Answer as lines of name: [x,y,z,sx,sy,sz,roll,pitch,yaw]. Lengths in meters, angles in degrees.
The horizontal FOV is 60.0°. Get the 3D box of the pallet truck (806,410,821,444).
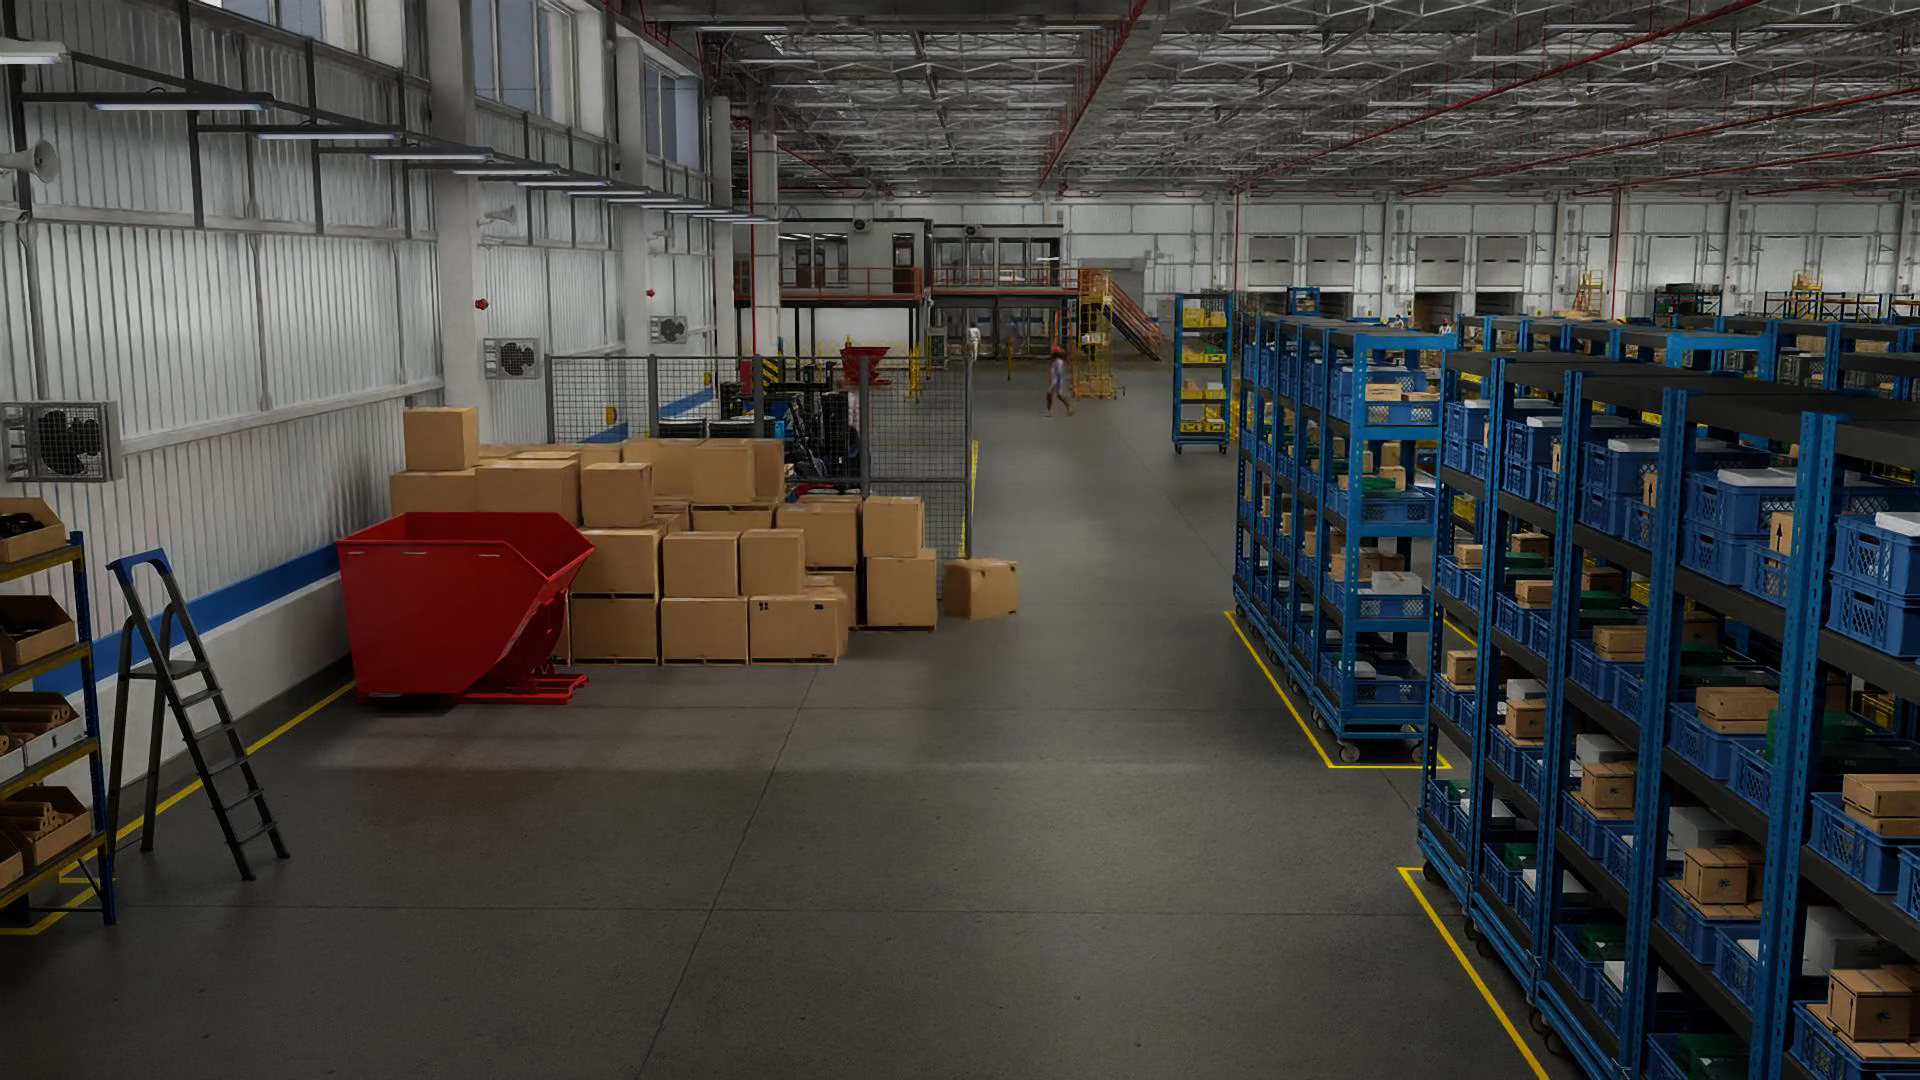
pallet truck: [-3.559,-2.018,33.905,1.522,1.261,0.704,0,9,-1]

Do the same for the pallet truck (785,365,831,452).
pallet truck: [-3.774,-2.976,37.635,1.885,1.965,0.823,1,9,5]

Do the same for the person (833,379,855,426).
person: [-2.524,-2.414,34.595,0.914,1.861,0.669,9,13,44]

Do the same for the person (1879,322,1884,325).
person: [41.567,-8.929,74.977,0.938,1.812,0.511,-4,10,-22]

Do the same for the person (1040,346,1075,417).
person: [2.755,-4.430,46.585,0.957,2.011,0.618,-3,10,-18]

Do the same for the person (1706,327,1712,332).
person: [32.178,-8.371,71.445,0.951,1.833,0.533,-9,13,-43]

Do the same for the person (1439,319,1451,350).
person: [22.058,-9.116,75.727,0.542,1.928,0.377,4,10,25]

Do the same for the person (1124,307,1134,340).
person: [9.961,-12.745,98.052,0.605,1.948,0.384,-4,10,-23]

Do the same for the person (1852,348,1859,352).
person: [27.213,-4.979,50.740,0.559,1.740,0.695,2,9,10]

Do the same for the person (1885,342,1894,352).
person: [32.812,-6.326,58.398,0.614,1.963,0.362,6,11,32]

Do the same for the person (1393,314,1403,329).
person: [21.868,-10.319,83.113,0.372,1.940,0.632,-5,10,-27]

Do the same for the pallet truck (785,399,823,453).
pallet truck: [-3.814,-2.432,36.419,1.630,1.274,0.653,0,9,1]

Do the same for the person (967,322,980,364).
person: [0.591,-8.735,73.633,0.587,1.855,0.924,0,9,-3]

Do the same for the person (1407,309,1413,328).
person: [25.598,-12.178,94.652,0.395,1.920,0.584,6,11,31]

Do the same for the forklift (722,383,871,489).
forklift: [-2.893,-1.687,28.729,2.680,1.987,1.157,0,9,-1]

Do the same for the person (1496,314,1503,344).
person: [28.711,-11.196,88.976,0.971,1.786,0.640,-4,10,-23]

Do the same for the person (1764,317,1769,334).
person: [42.658,-10.996,88.145,0.853,1.662,0.530,0,9,0]

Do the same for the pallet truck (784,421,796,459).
pallet truck: [-4.013,-1.793,32.705,1.601,1.201,0.680,0,9,1]

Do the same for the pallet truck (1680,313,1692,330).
pallet truck: [36.315,-10.531,84.244,0.823,1.965,1.885,-6,11,-33]

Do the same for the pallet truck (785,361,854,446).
pallet truck: [-3.410,-3.193,38.978,1.885,1.965,0.823,0,9,-1]

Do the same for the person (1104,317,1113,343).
person: [8.302,-11.992,93.835,0.869,1.816,0.632,-6,11,-31]

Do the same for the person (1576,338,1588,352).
person: [25.079,-7.792,67.215,0.596,2.000,0.696,-4,10,-24]

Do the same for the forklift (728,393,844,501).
forklift: [-2.979,-1.316,26.476,2.680,1.987,1.157,0,9,1]
